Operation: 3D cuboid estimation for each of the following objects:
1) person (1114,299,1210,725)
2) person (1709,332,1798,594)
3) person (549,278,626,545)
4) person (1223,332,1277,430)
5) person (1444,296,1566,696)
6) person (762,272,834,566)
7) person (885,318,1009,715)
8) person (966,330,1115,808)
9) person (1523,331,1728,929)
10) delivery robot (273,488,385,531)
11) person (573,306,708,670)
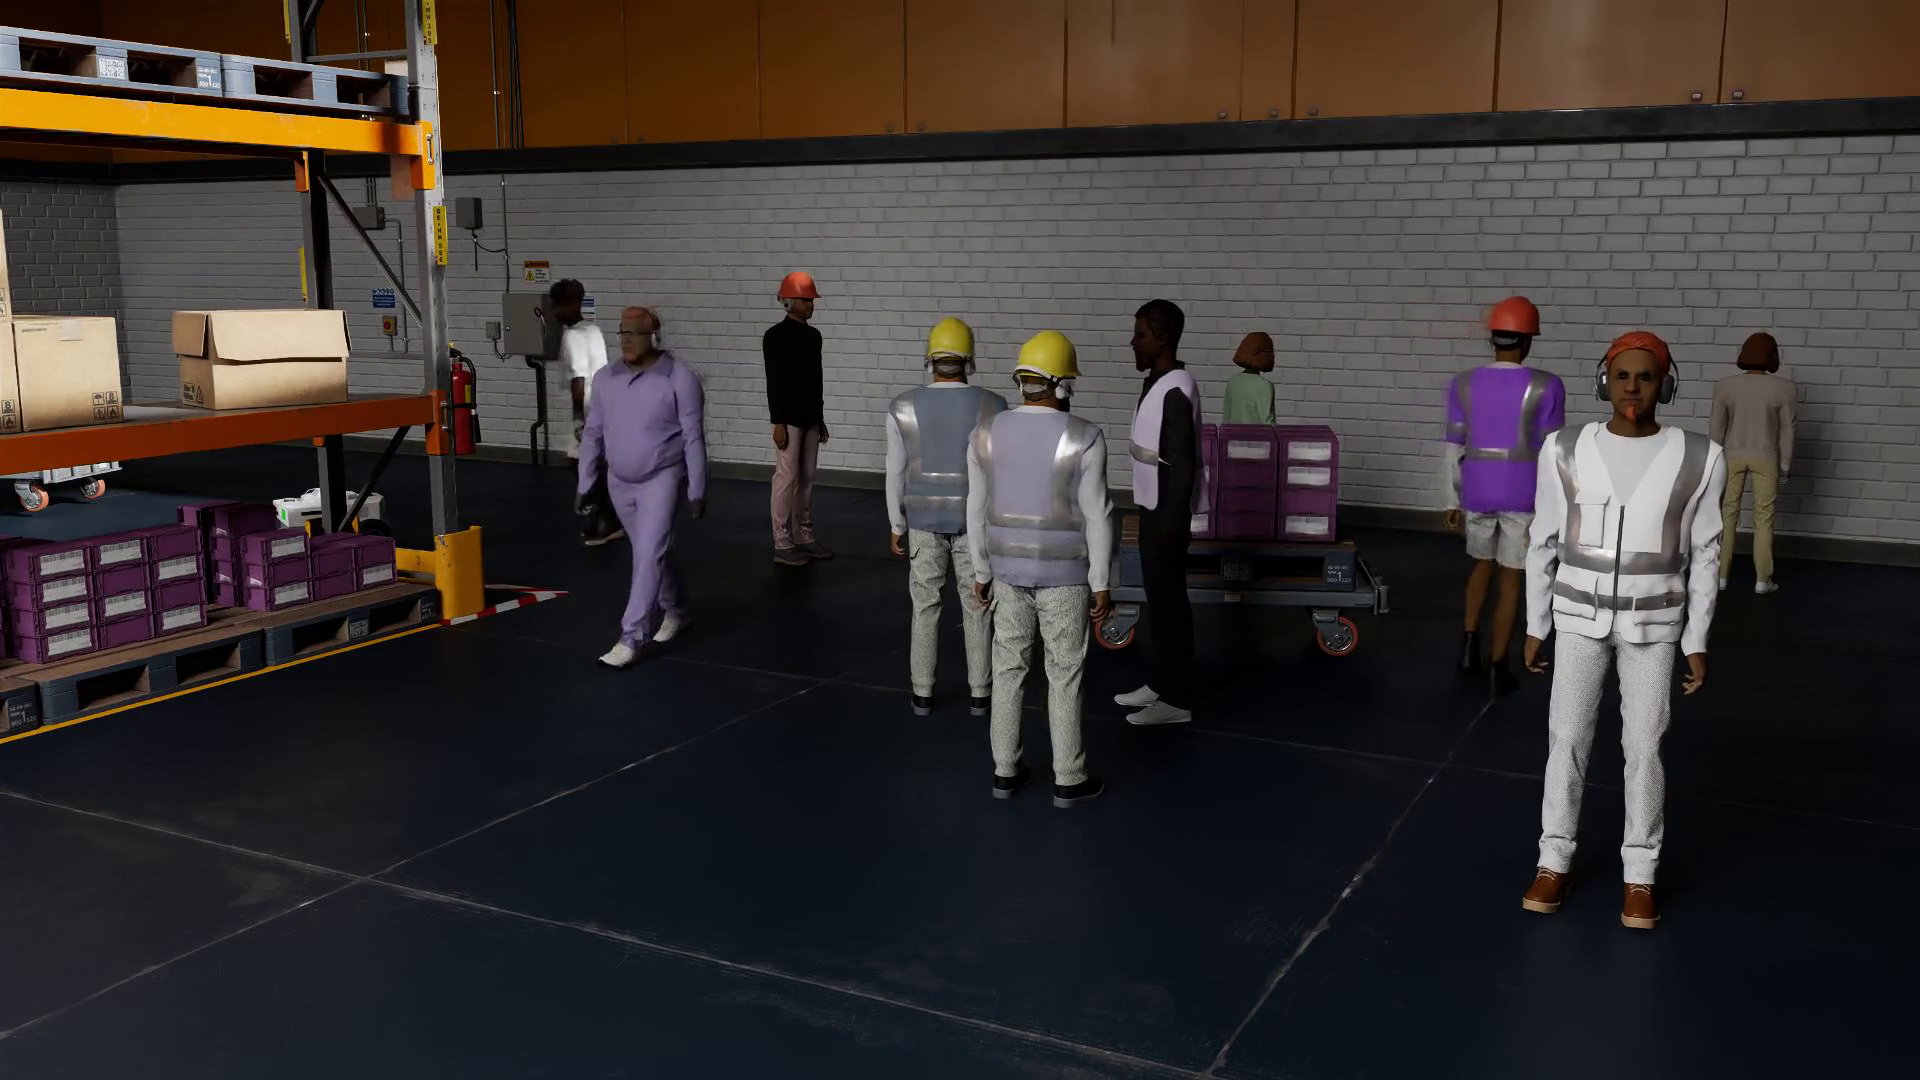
[{"bbox_3d":[0.929,-0.125,7.549,0.377,1.917,0.599,0,10,-3],"label":"person"},{"bbox_3d":[4.957,-0.482,10.439,0.501,1.633,0.281,7,12,35],"label":"person"},{"bbox_3d":[-2.689,-0.934,12.192,0.462,1.947,0.794,1,10,7],"label":"person"},{"bbox_3d":[1.845,-0.500,10.549,0.264,1.632,0.507,-4,11,-22],"label":"person"},{"bbox_3d":[2.629,-0.206,8.033,0.559,1.921,0.450,8,13,39],"label":"person"},{"bbox_3d":[-1.111,-0.835,11.440,0.376,1.995,0.612,5,11,26],"label":"person"},{"bbox_3d":[-0.038,-0.098,7.641,0.600,1.832,0.404,1,10,4],"label":"person"},{"bbox_3d":[0.322,0.112,6.428,0.601,1.830,0.404,5,11,28],"label":"person"},{"bbox_3d":[2.084,0.285,5.280,0.574,1.885,0.356,5,11,26],"label":"person"},{"bbox_3d":[-4.404,-0.192,11.611,0.707,0.478,0.477,-6,11,-30],"label":"delivery robot"},{"bbox_3d":[-1.677,-0.298,8.770,0.651,1.855,1.029,4,11,23],"label":"person"}]
